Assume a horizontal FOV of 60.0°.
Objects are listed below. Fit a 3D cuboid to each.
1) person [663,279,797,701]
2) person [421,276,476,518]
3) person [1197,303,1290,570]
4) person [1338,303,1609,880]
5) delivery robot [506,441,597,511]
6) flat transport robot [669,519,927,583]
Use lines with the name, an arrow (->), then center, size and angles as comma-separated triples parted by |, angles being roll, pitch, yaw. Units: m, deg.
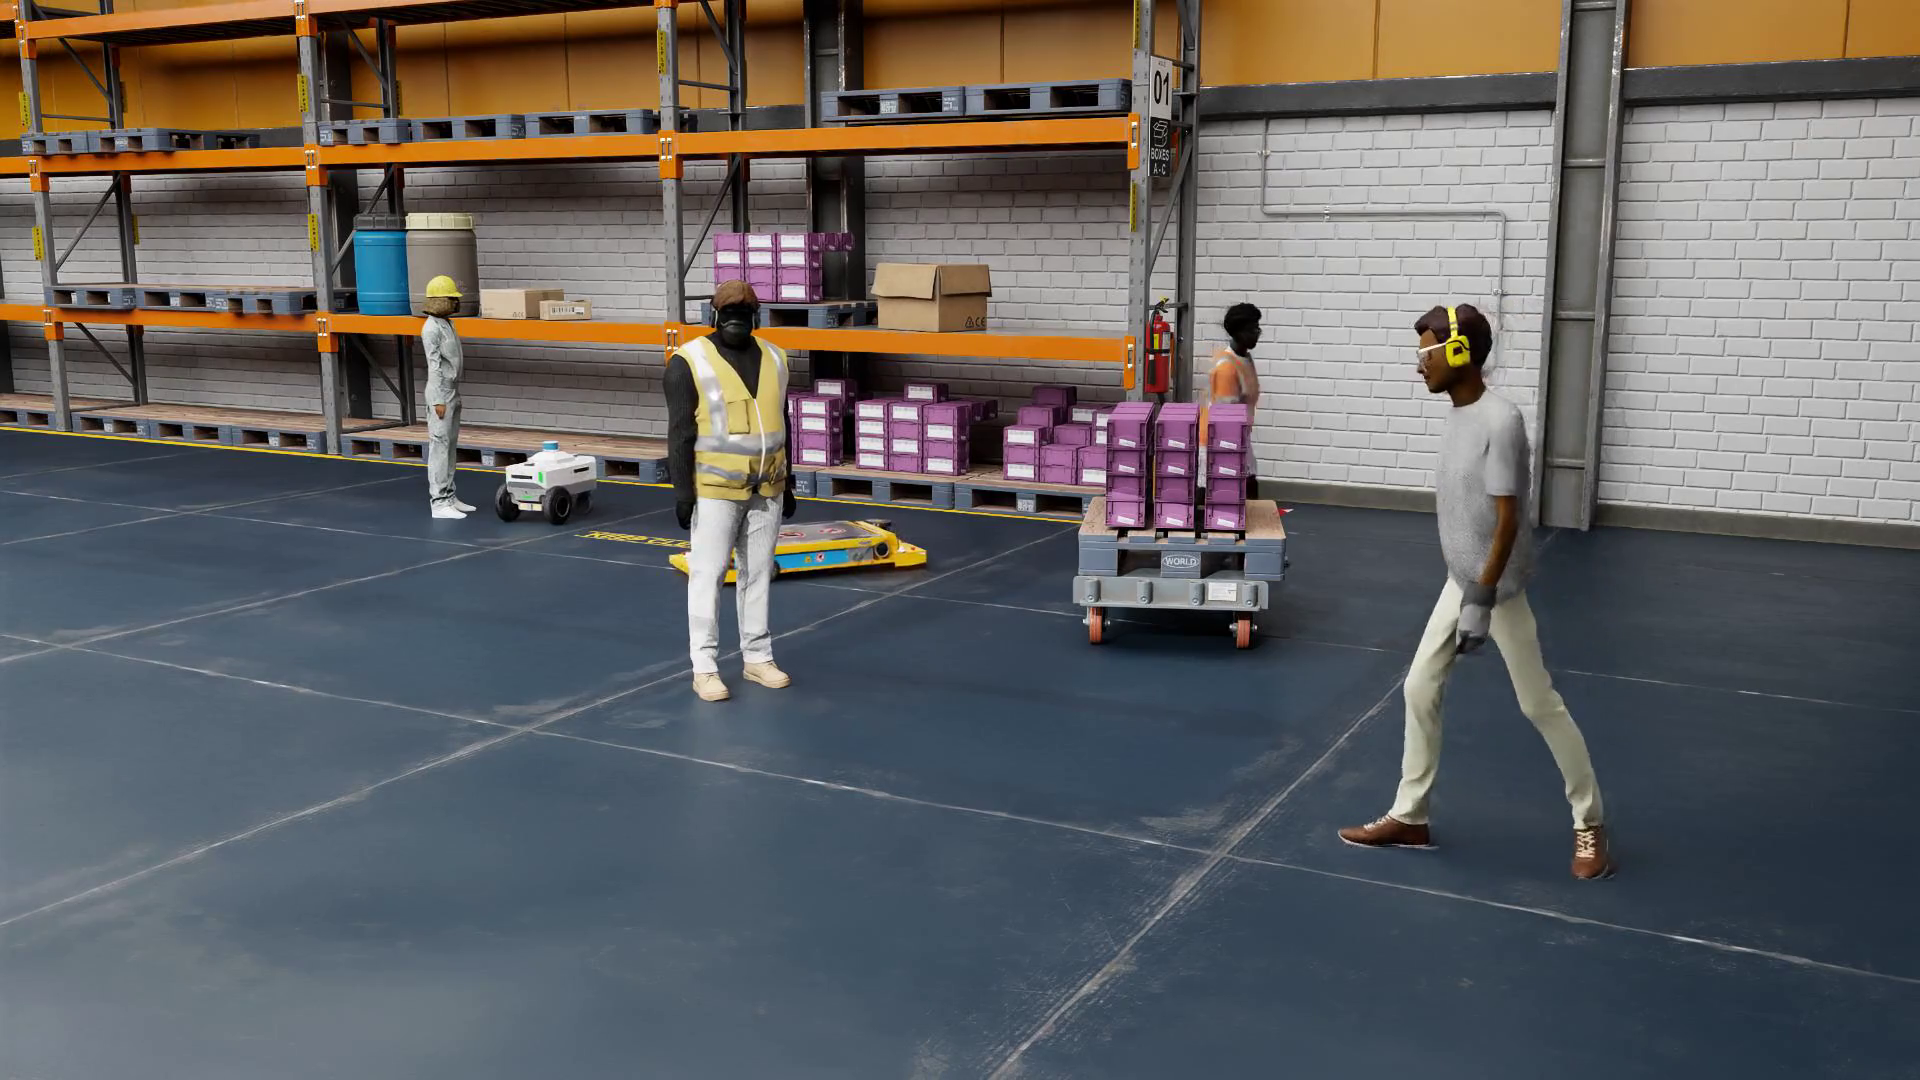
person -> -0.984, -0.223, 7.350 | 0.634, 1.839, 0.429 | -9, 13, -39
person -> -3.711, -1.016, 12.051 | 0.295, 1.711, 0.493 | -1, 10, -3
person -> 1.618, -0.591, 9.902 | 0.740, 1.636, 0.556 | 6, 12, 31
person -> 1.741, 0.162, 5.322 | 0.824, 1.826, 0.561 | -2, 11, -11
delivery robot -> -2.930, -0.469, 11.960 | 0.477, 0.478, 0.707 | 4, 11, 22
flat transport robot -> -0.987, 0.054, 10.130 | 1.431, 0.197, 0.652 | -5, 12, -26
